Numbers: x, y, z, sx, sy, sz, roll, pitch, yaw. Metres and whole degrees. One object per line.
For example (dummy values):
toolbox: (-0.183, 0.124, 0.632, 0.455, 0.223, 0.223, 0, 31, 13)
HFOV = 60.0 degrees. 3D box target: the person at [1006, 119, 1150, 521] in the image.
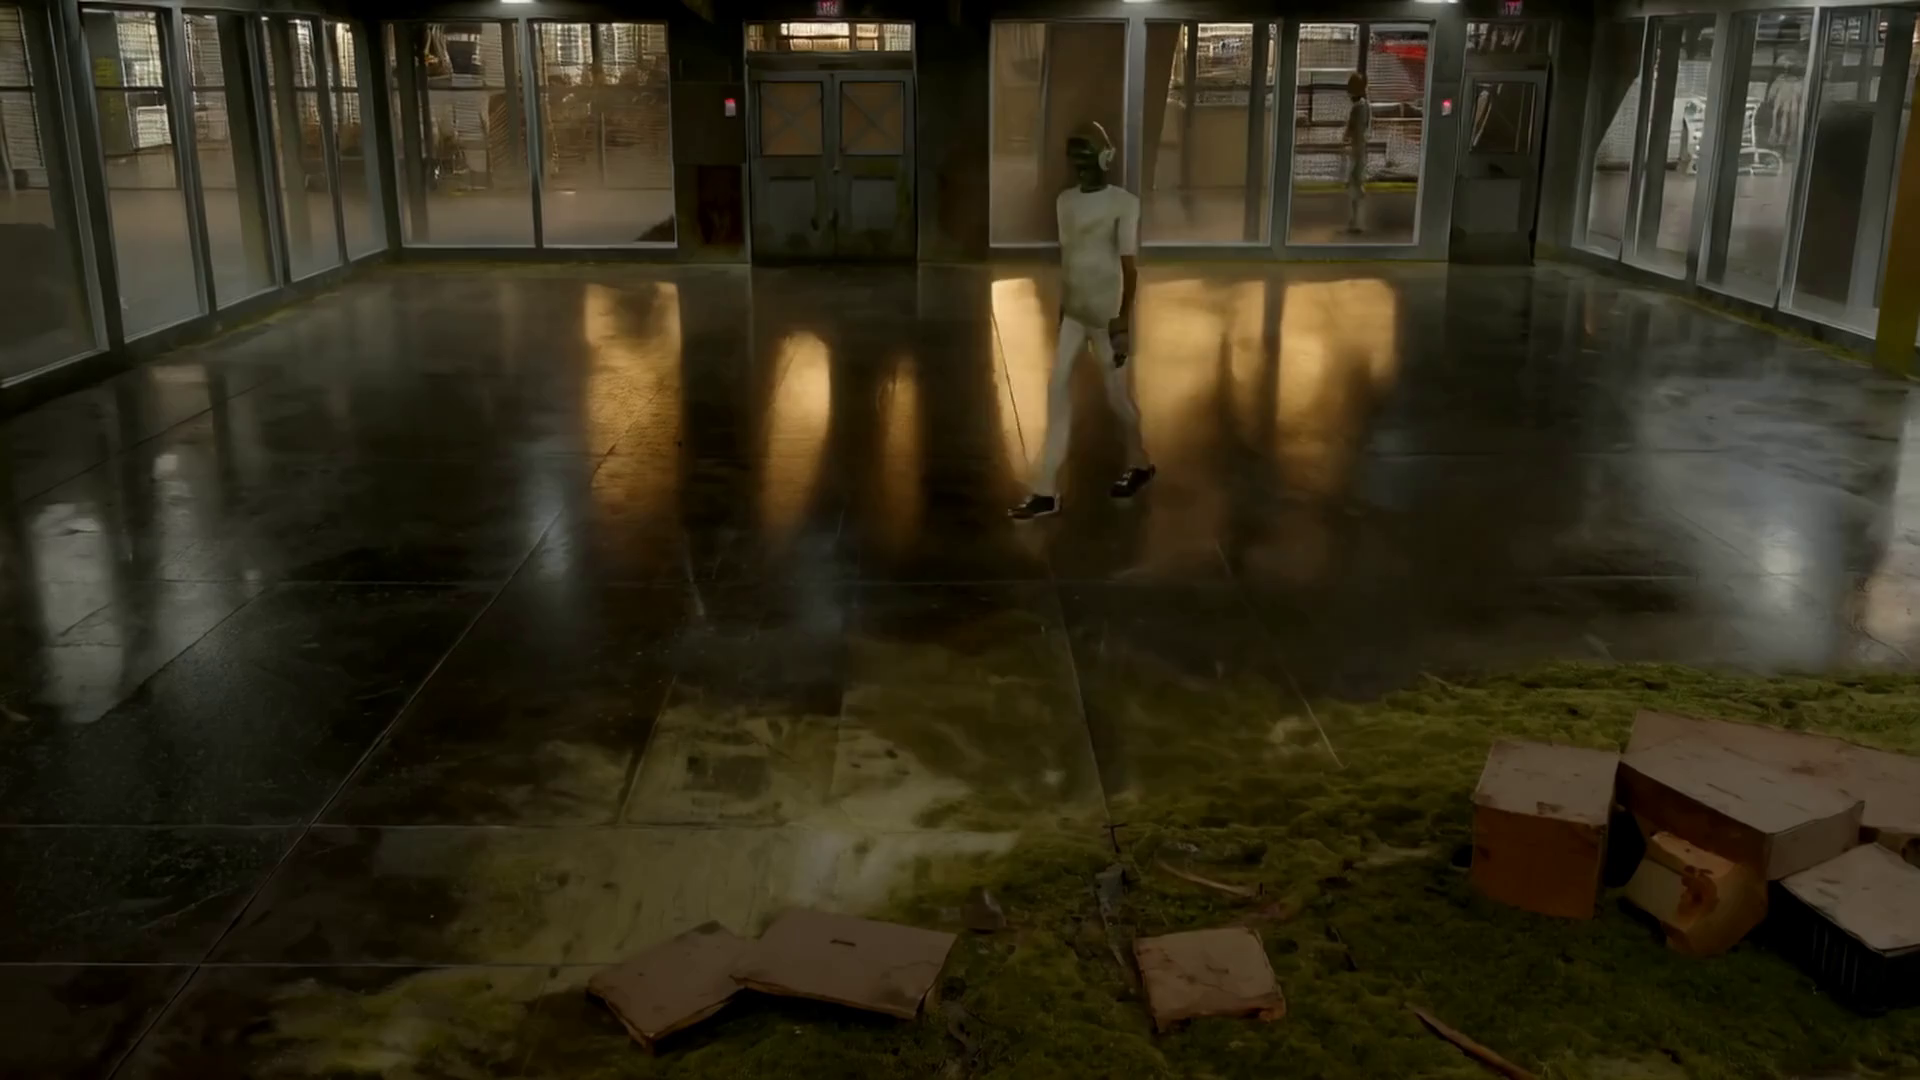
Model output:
person: (0.622, -1.034, 7.789, 0.540, 1.826, 0.962, 15, 22, 41)
